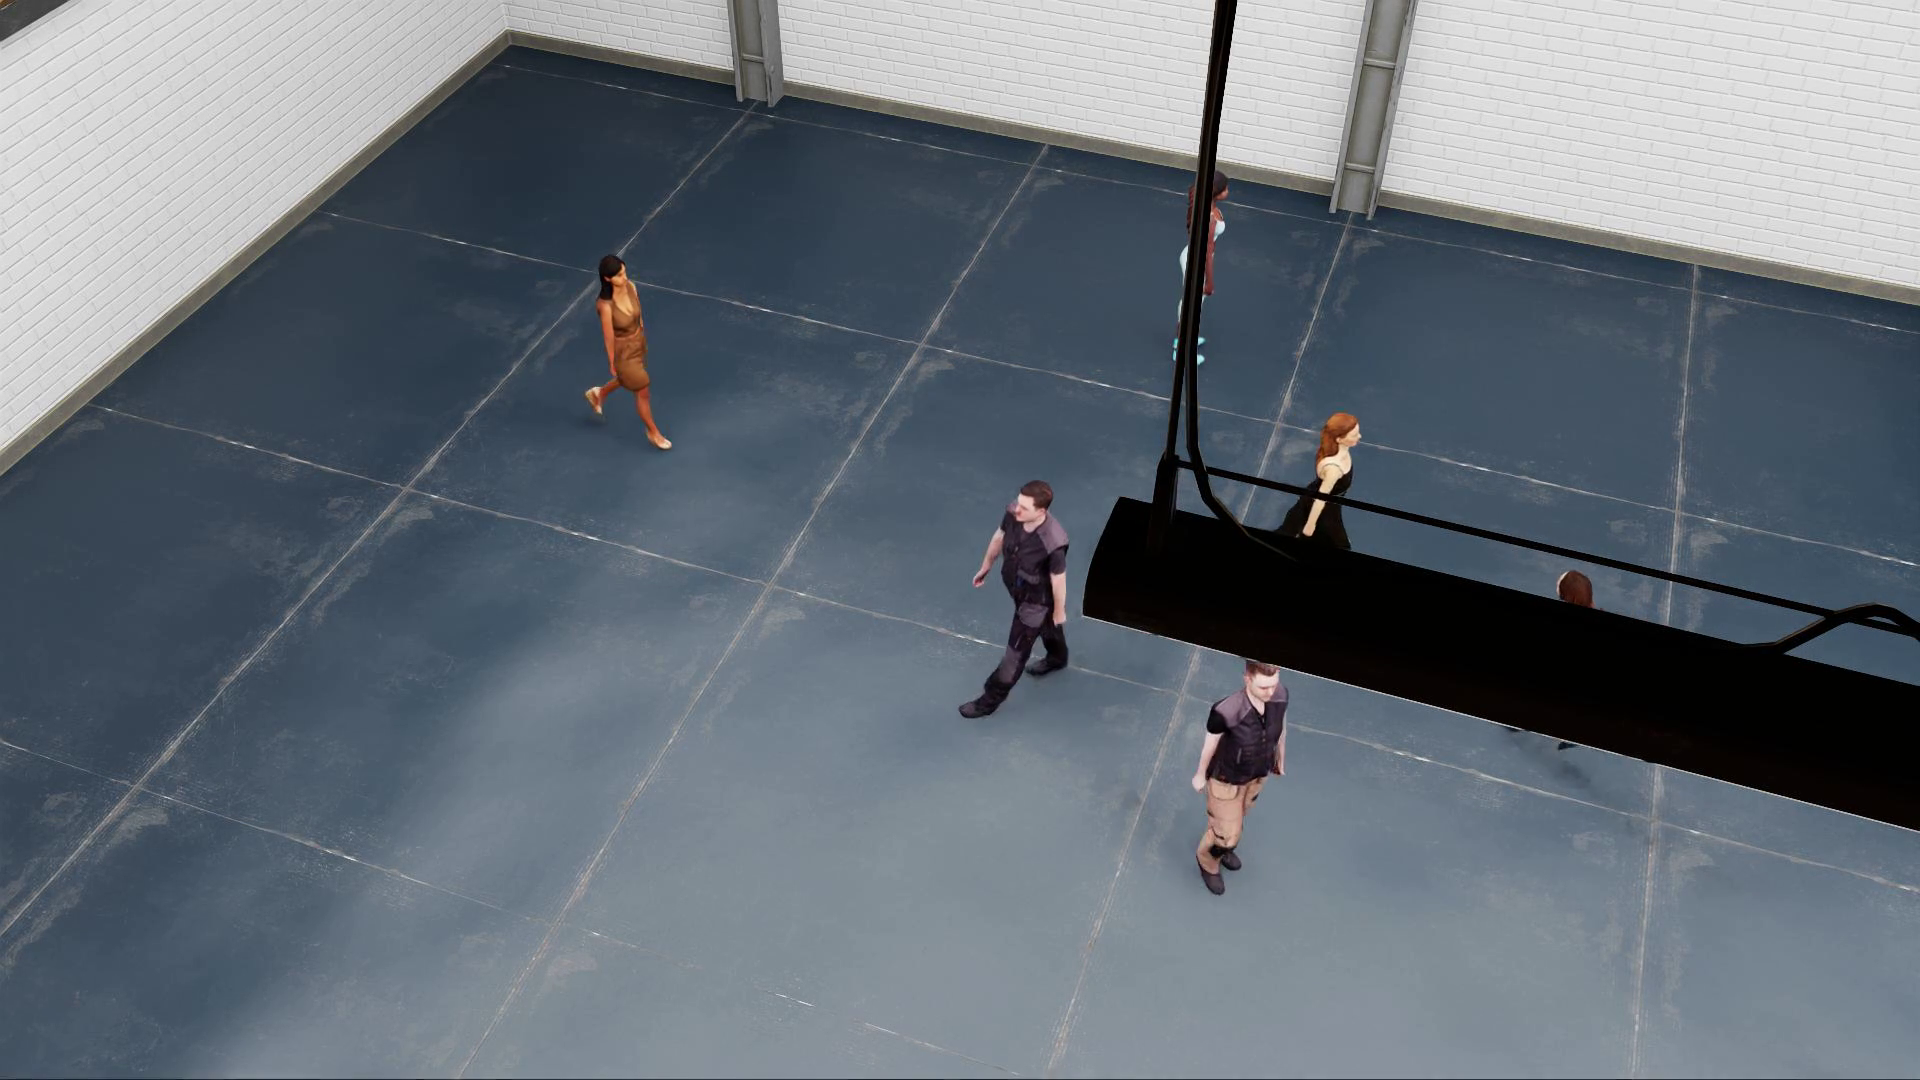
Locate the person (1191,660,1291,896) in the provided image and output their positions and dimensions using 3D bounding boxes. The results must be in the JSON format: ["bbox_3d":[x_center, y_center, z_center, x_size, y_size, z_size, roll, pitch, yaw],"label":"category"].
[{"bbox_3d":[1.531,1.236,9.483,0.827,1.824,0.872,-22,48,-22],"label":"person"}]

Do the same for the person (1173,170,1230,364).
[{"bbox_3d":[1.867,-2.157,13.120,0.663,1.720,0.647,-4,44,-4],"label":"person"}]

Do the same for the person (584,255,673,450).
[{"bbox_3d":[-2.540,-1.408,12.372,1.003,1.667,0.593,17,46,17],"label":"person"}]

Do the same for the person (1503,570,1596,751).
[{"bbox_3d":[3.687,0.775,10.230,0.845,1.460,0.969,-27,50,-26],"label":"person"}]

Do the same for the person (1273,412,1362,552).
[{"bbox_3d":[2.329,-0.215,11.190,1.160,1.570,0.647,11,45,11],"label":"person"}]

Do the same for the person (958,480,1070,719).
[{"bbox_3d":[0.537,0.298,10.484,1.229,1.800,1.181,-18,46,-18],"label":"person"}]
